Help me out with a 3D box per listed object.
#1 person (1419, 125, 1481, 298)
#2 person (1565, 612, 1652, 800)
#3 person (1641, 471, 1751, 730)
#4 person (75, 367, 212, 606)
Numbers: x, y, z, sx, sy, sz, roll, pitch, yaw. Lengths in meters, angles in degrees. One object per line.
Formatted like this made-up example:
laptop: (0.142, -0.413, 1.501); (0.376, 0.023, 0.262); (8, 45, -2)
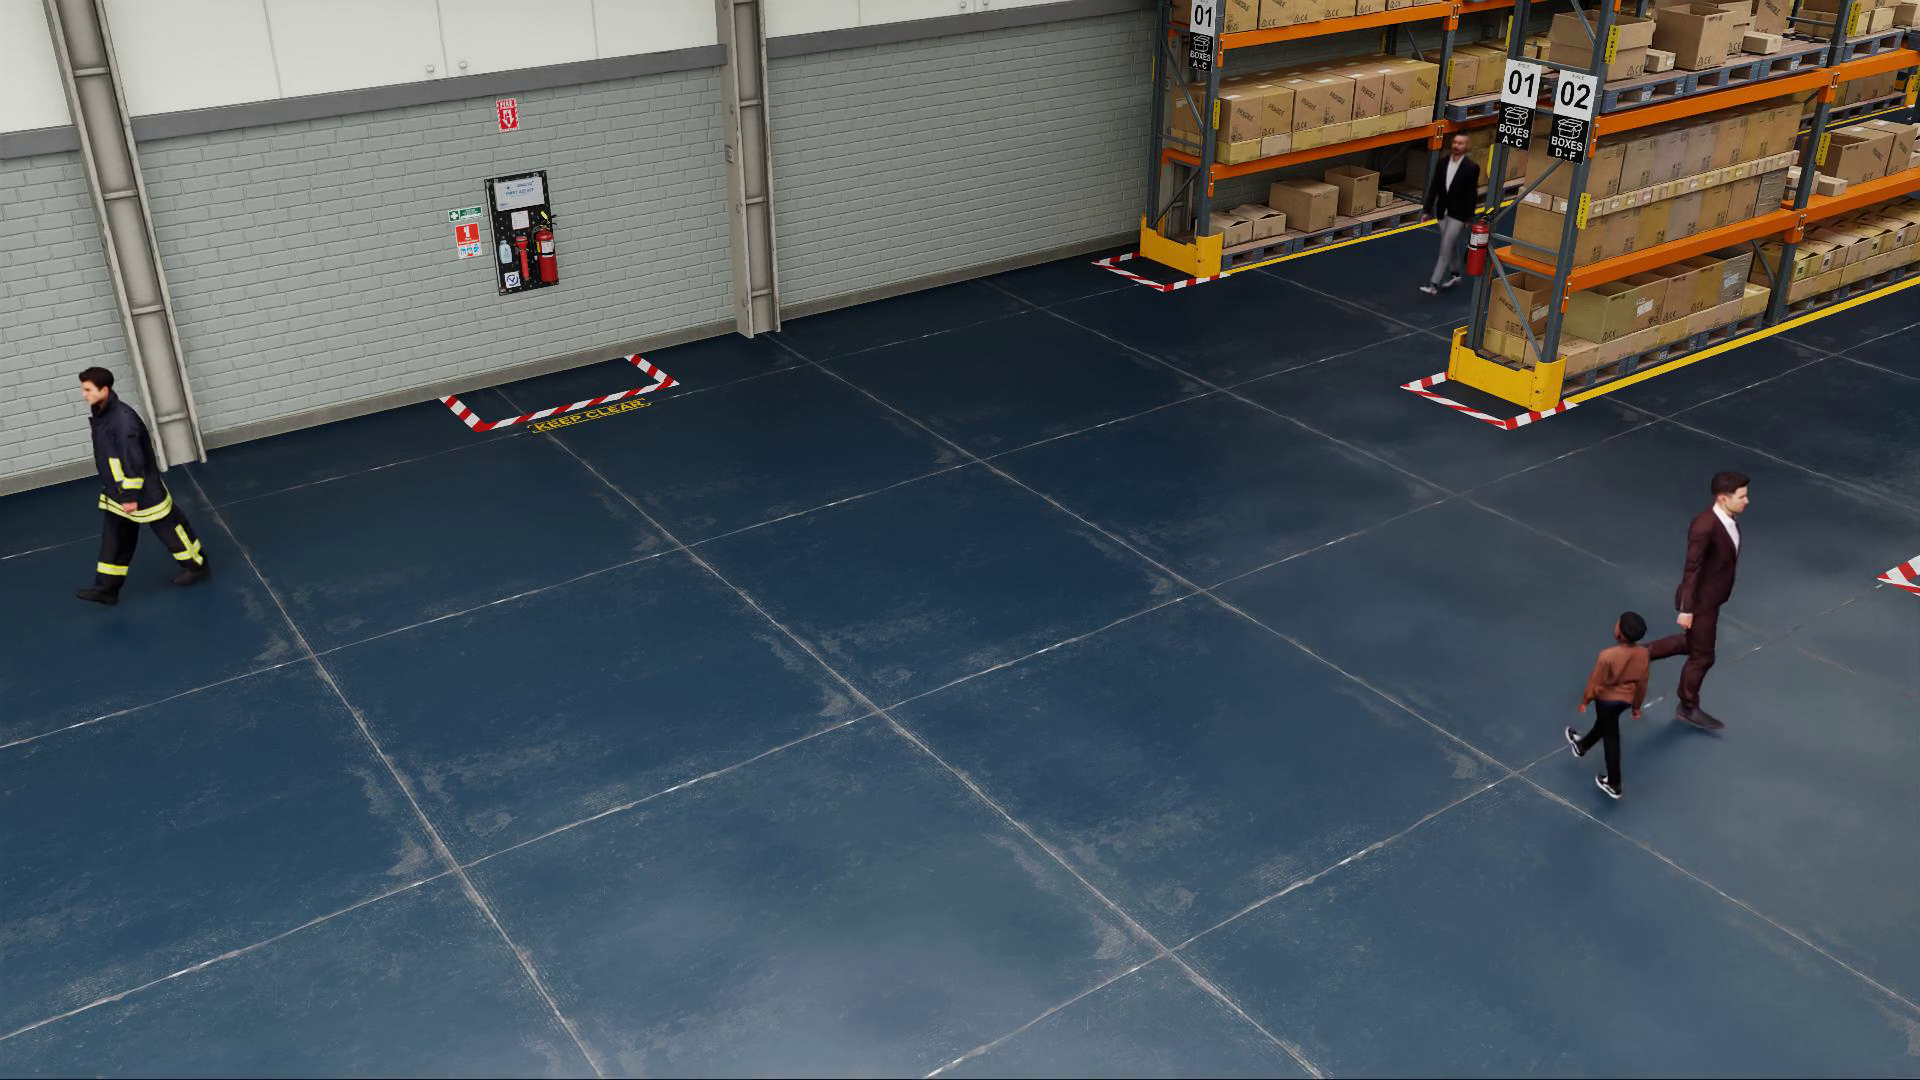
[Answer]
person: (5.685, -3.769, 19.035); (1.173, 1.905, 0.735); (-20, 33, -34)
person: (4.127, 1.050, 10.423); (0.881, 1.219, 0.779); (-8, 28, -14)
person: (4.879, 0.355, 11.091); (0.934, 1.845, 1.039); (20, 33, 34)
person: (-6.161, -0.432, 12.602); (1.067, 1.861, 1.336); (19, 33, 32)
